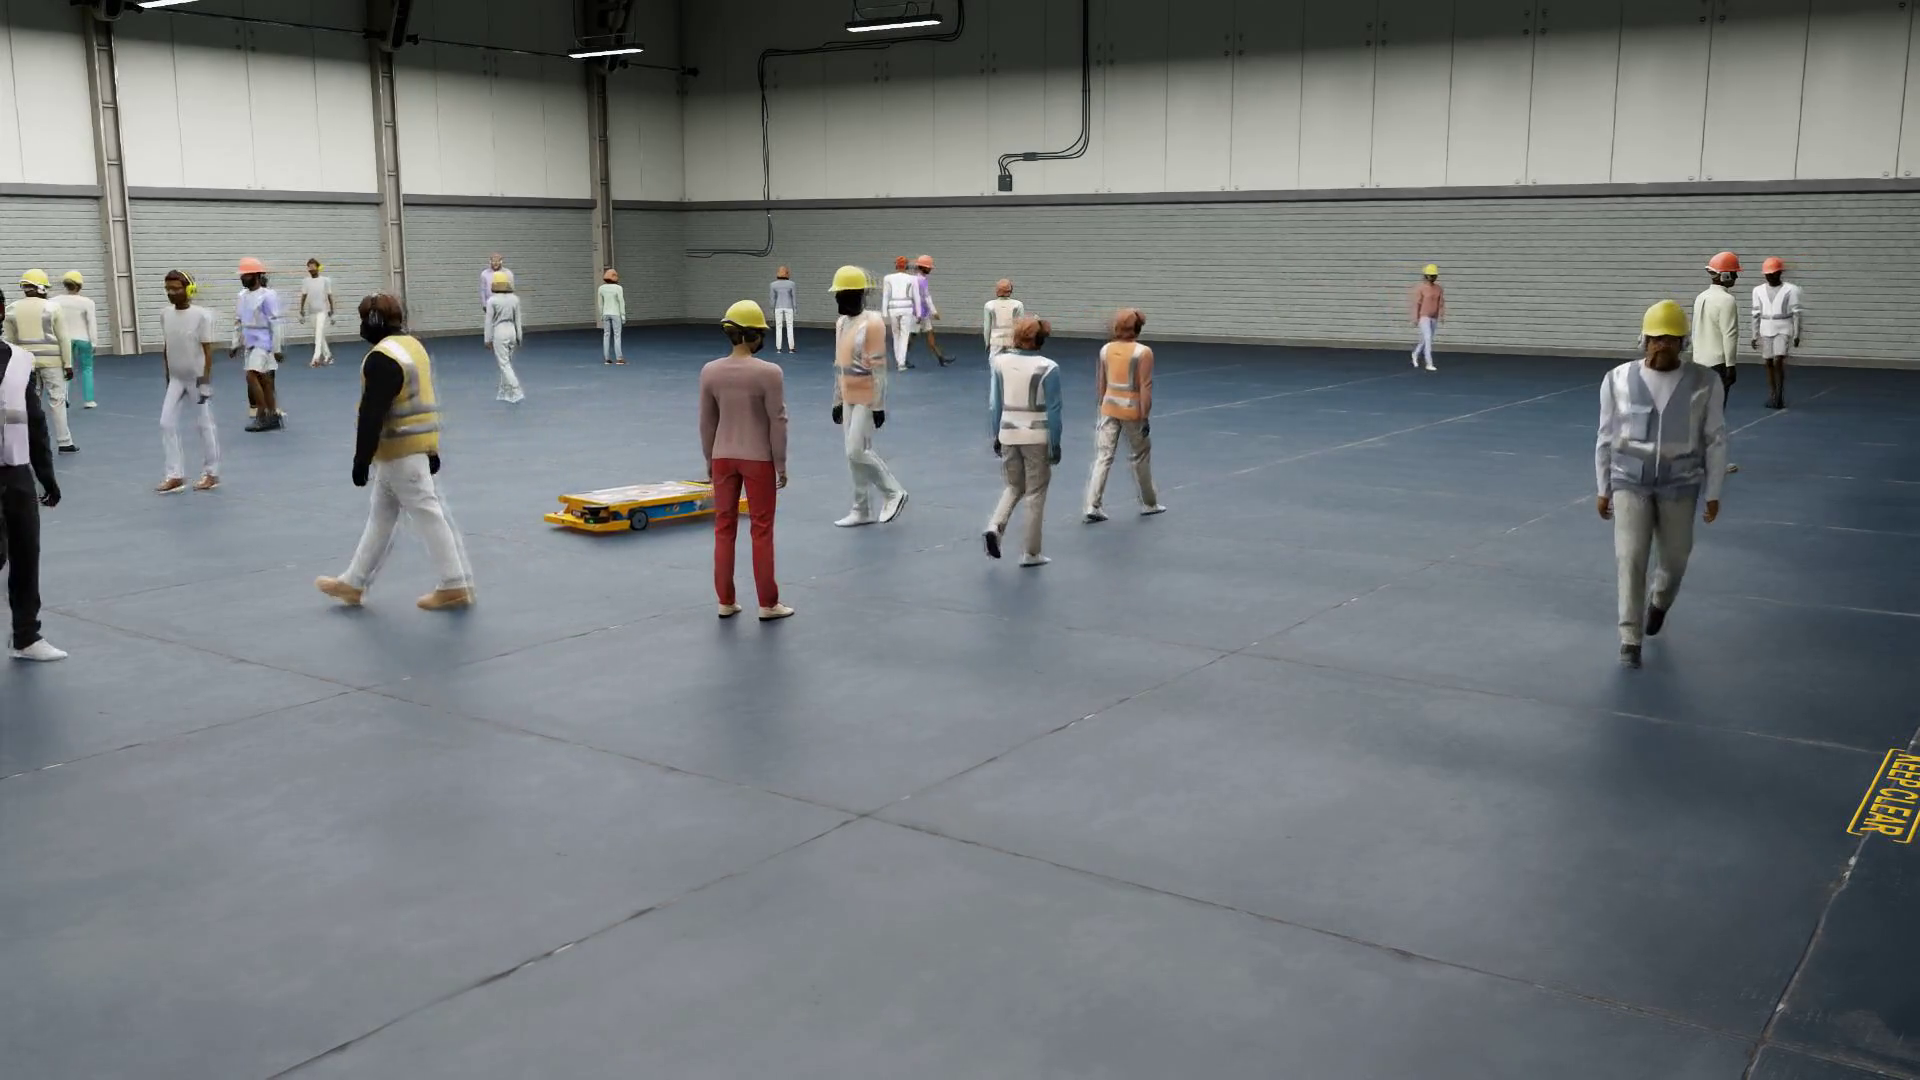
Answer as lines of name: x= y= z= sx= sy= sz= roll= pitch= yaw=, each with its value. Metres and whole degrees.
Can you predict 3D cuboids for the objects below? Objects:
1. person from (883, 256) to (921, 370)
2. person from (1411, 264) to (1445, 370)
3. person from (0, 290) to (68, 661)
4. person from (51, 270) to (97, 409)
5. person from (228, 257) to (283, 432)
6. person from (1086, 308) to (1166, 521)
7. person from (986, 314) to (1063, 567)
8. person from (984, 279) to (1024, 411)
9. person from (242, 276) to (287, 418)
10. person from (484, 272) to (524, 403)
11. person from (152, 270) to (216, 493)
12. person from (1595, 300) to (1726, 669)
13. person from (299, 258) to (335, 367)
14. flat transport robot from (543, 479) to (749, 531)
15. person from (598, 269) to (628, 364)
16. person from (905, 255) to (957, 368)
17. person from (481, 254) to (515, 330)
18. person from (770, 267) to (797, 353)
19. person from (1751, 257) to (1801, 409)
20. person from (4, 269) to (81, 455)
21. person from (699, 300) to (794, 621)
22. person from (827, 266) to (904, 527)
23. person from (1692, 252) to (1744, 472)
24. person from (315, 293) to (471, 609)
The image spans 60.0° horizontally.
person: x=-0.936 y=-3.741 z=27.465 sx=0.619 sy=1.848 sz=0.869 roll=2 pitch=10 yaw=10
person: x=7.728 y=-3.691 z=27.535 sx=0.531 sy=1.742 sz=0.798 roll=-4 pitch=11 yaw=-21
person: x=-4.783 y=-0.324 z=8.205 sx=0.541 sy=1.897 sz=0.597 roll=4 pitch=11 yaw=19
person: x=-11.036 y=-2.489 z=20.729 sx=0.527 sy=1.746 sz=0.692 roll=-2 pitch=10 yaw=-13
person: x=-7.828 y=-2.144 z=18.352 sx=0.554 sy=1.914 sz=0.665 roll=8 pitch=13 yaw=36
person: x=1.236 y=-0.942 z=12.530 sx=0.533 sy=1.598 sz=0.850 roll=9 pitch=14 yaw=41
person: x=0.403 y=-0.623 z=10.640 sx=0.533 sy=1.624 sz=0.432 roll=8 pitch=13 yaw=37
person: x=0.549 y=-2.406 z=20.588 sx=0.514 sy=1.641 sz=0.308 roll=0 pitch=10 yaw=1
person: x=-8.291 y=-2.282 z=19.734 sx=0.539 sy=1.695 sz=0.318 roll=3 pitch=11 yaw=18
person: x=-5.943 y=-2.638 z=21.769 sx=0.799 sy=1.729 sz=0.497 roll=8 pitch=13 yaw=37
person: x=-6.465 y=-1.302 z=13.806 sx=0.530 sy=1.843 sz=0.766 roll=2 pitch=10 yaw=11
person: x=3.500 y=-0.302 z=8.349 sx=0.599 sy=1.809 sz=0.769 roll=4 pitch=11 yaw=20
person: x=-10.901 y=-3.858 z=28.216 sx=0.536 sy=1.830 sz=0.960 roll=1 pitch=10 yaw=6
flat transport robot: x=-2.330 y=-0.270 z=12.460 sx=0.652 sy=0.197 sz=1.431 roll=9 pitch=14 yaw=43
person: x=-5.994 y=-3.850 z=28.694 sx=0.499 sy=1.633 sz=0.278 roll=4 pitch=11 yaw=21
person: x=-0.579 y=-3.780 z=27.625 sx=1.021 sy=1.871 sz=0.546 roll=0 pitch=10 yaw=-2
person: x=-8.979 y=-4.625 z=32.366 sx=0.639 sy=1.885 sz=0.737 roll=-2 pitch=10 yaw=-11
person: x=-3.347 y=-4.372 z=31.615 sx=0.498 sy=1.634 sz=0.279 roll=0 pitch=10 yaw=0
person: x=10.243 y=-2.600 z=20.955 sx=0.643 sy=1.895 sz=0.549 roll=-8 pitch=13 yaw=-40
person: x=-8.997 y=-1.734 z=16.314 sx=0.586 sy=1.823 sz=0.403 roll=-1 pitch=10 yaw=-3
person: x=-1.184 y=-0.433 z=9.190 sx=0.526 sy=1.765 sz=0.329 roll=4 pitch=11 yaw=21
person: x=-0.739 y=-1.032 z=12.134 sx=0.463 sy=1.913 sz=0.602 roll=-6 pitch=12 yaw=-30
person: x=6.904 y=-1.621 z=15.197 sx=0.376 sy=1.995 sz=0.612 roll=-1 pitch=10 yaw=-6
person: x=-3.257 y=-0.489 z=9.422 sx=0.950 sy=1.780 sz=0.749 roll=-1 pitch=10 yaw=-4
